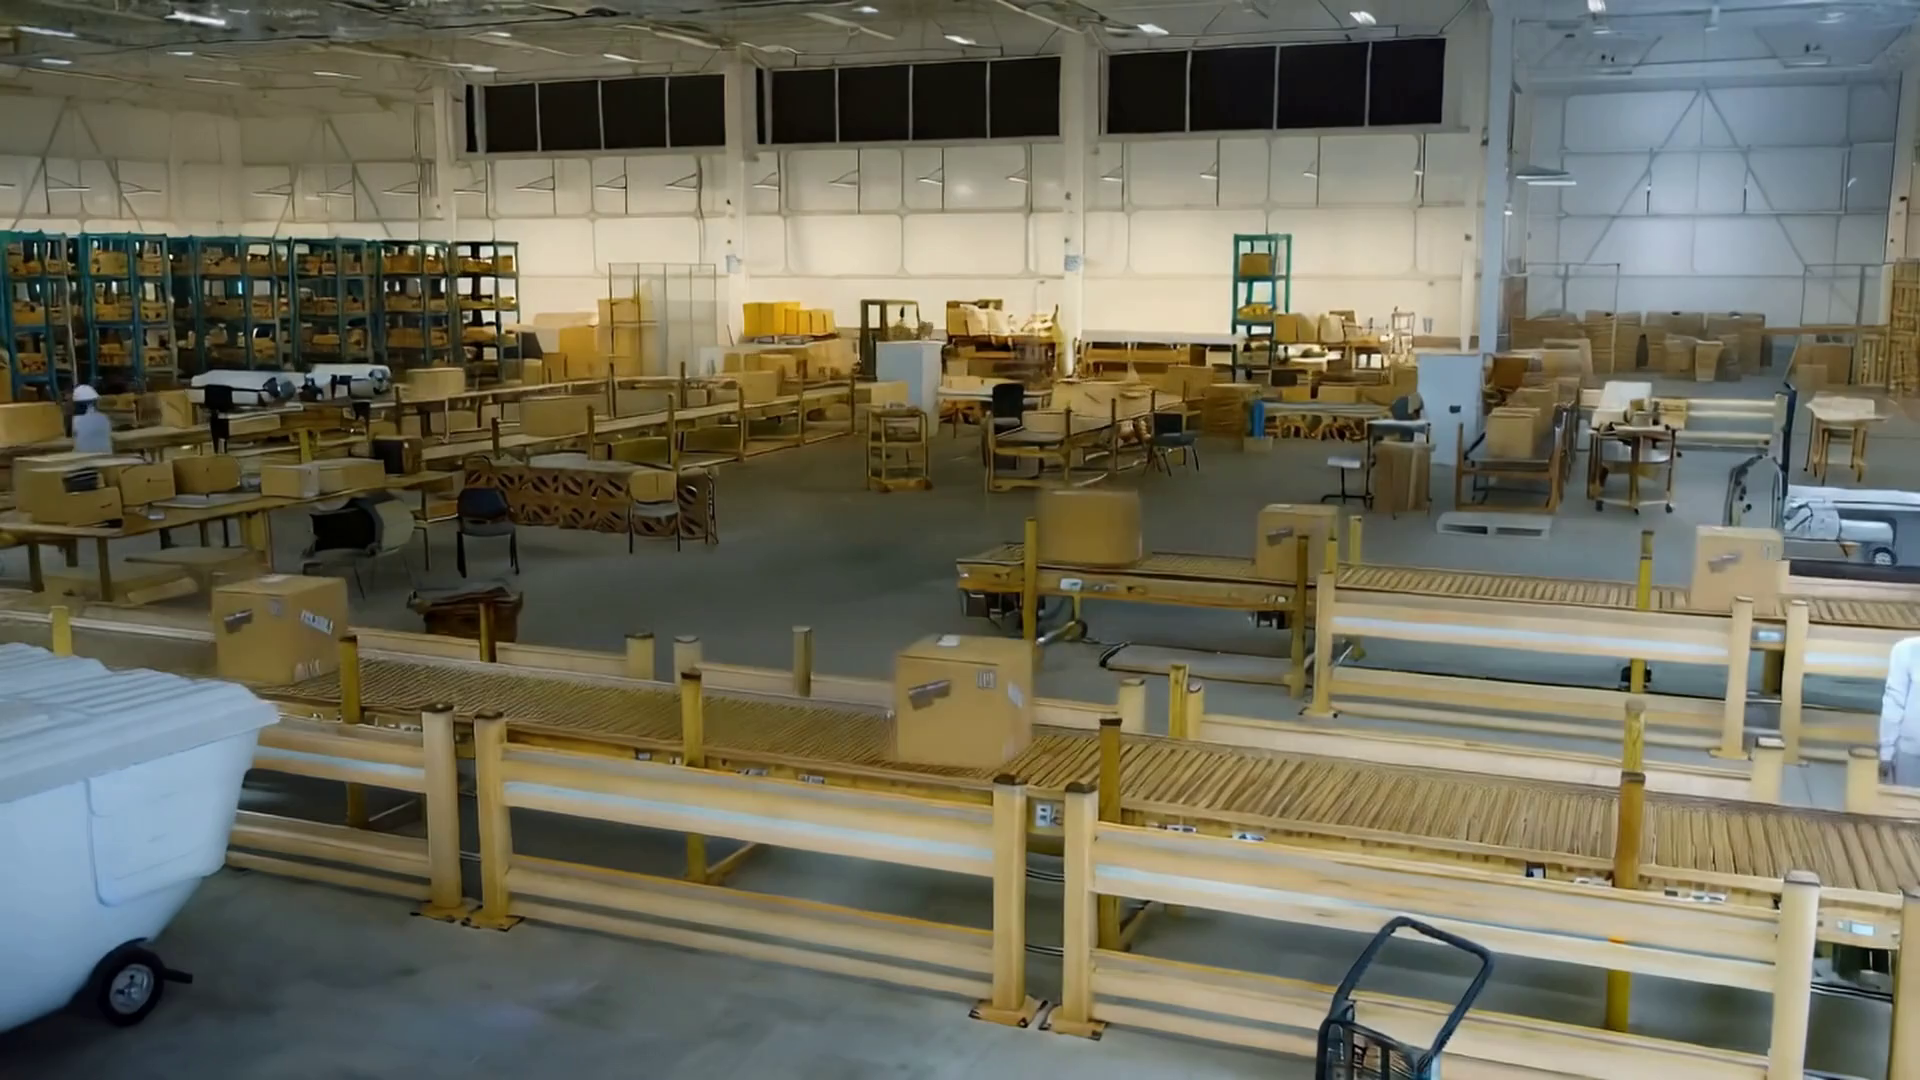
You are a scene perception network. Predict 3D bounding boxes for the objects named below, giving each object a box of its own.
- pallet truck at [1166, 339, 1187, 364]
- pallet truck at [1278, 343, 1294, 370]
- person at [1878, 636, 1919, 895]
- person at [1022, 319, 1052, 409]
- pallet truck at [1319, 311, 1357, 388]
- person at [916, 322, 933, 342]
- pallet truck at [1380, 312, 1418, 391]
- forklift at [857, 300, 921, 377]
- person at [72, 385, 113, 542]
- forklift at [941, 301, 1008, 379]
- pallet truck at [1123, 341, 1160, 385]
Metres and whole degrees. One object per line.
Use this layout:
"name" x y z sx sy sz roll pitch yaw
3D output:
"pallet truck" 5.418 -4.269 40.420 0.704 1.261 1.522 3 10 20
"pallet truck" 7.886 -4.163 39.743 0.653 1.274 1.630 4 10 22
"person" 4.414 0.993 7.495 0.498 1.633 0.283 6 11 34
"person" 1.425 -3.168 31.543 0.650 2.023 0.413 4 10 22
"pallet truck" 9.071 -4.419 39.190 0.823 1.965 1.885 5 10 26
"person" -0.724 -3.475 33.784 0.620 1.893 0.659 3 10 16
"pallet truck" 10.207 -4.283 38.369 0.823 1.965 1.885 3 10 20
"forklift" -1.732 -5.109 42.468 1.157 1.987 2.680 4 10 22
"person" -9.493 -0.809 18.096 0.551 1.725 0.852 2 10 14
"forklift" 0.365 -4.966 41.571 1.157 1.987 2.680 3 10 20
"pallet truck" 4.445 -4.380 41.279 0.680 1.201 1.601 4 10 22
